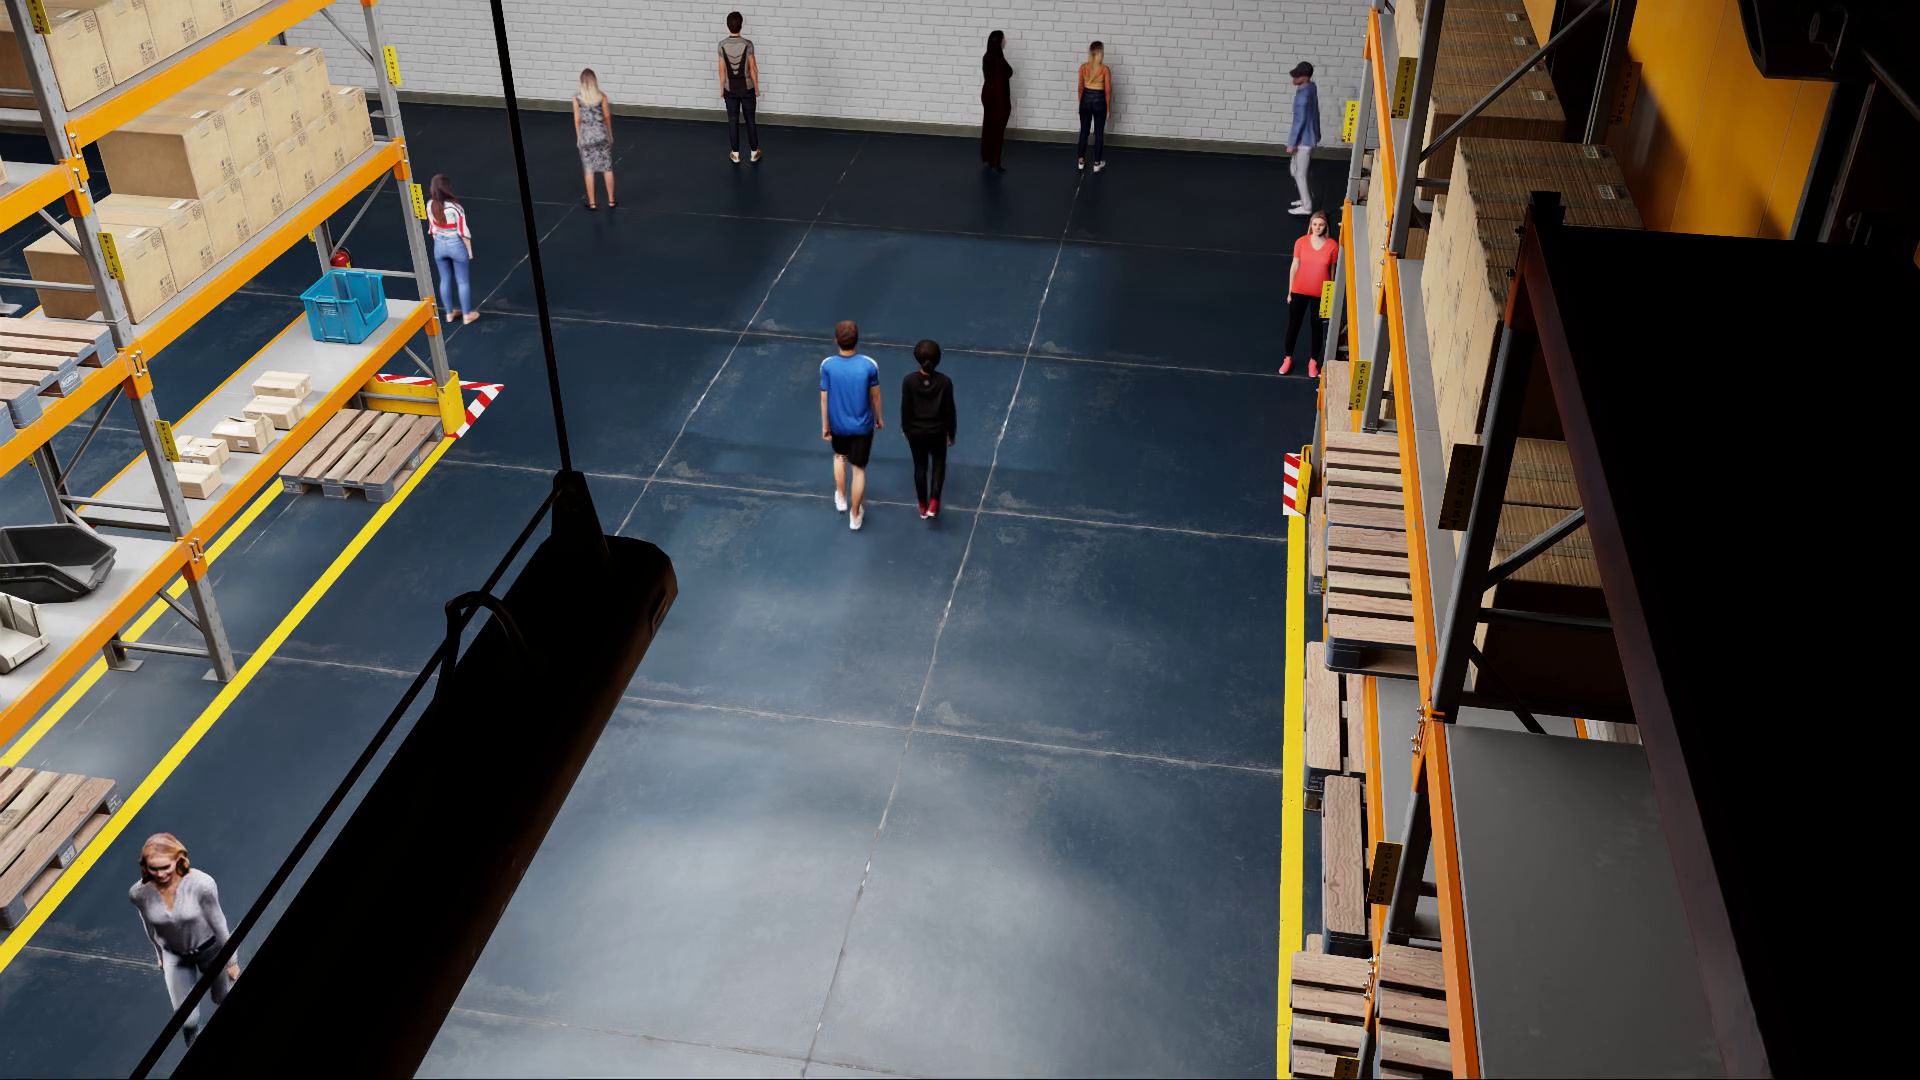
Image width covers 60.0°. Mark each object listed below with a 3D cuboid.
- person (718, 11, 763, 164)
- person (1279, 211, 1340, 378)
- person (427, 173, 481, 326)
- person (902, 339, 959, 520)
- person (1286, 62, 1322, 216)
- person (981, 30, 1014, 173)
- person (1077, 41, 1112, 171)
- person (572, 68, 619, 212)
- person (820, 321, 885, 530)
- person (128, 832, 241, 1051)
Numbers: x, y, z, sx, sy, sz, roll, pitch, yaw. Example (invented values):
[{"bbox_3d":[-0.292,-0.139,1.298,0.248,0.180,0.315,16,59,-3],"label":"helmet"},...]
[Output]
[{"bbox_3d":[-2.803,-5.747,21.114,0.712,1.895,0.643,-3,34,-4],"label":"person"},{"bbox_3d":[3.431,-2.414,16.280,0.600,1.695,0.540,8,34,12],"label":"person"},{"bbox_3d":[-5.295,-3.023,17.272,0.583,1.610,0.492,6,34,9],"label":"person"},{"bbox_3d":[-0.277,-0.870,13.988,0.681,1.660,0.714,-1,34,-1],"label":"person"},{"bbox_3d":[4.113,-4.716,19.604,0.802,1.848,0.661,20,39,27],"label":"person"},{"bbox_3d":[0.436,-5.522,20.900,0.834,1.756,0.733,-12,35,-17],"label":"person"},{"bbox_3d":[1.669,-5.452,20.908,0.637,1.631,0.710,13,36,18],"label":"person"},{"bbox_3d":[-4.346,-4.759,19.801,0.649,1.702,0.632,-8,35,-12],"label":"person"},{"bbox_3d":[-0.913,-0.924,13.898,0.699,1.850,0.803,2,34,3],"label":"person"},{"bbox_3d":[-4.208,2.243,9.199,0.797,1.777,0.973,-5,34,-7],"label":"person"}]
